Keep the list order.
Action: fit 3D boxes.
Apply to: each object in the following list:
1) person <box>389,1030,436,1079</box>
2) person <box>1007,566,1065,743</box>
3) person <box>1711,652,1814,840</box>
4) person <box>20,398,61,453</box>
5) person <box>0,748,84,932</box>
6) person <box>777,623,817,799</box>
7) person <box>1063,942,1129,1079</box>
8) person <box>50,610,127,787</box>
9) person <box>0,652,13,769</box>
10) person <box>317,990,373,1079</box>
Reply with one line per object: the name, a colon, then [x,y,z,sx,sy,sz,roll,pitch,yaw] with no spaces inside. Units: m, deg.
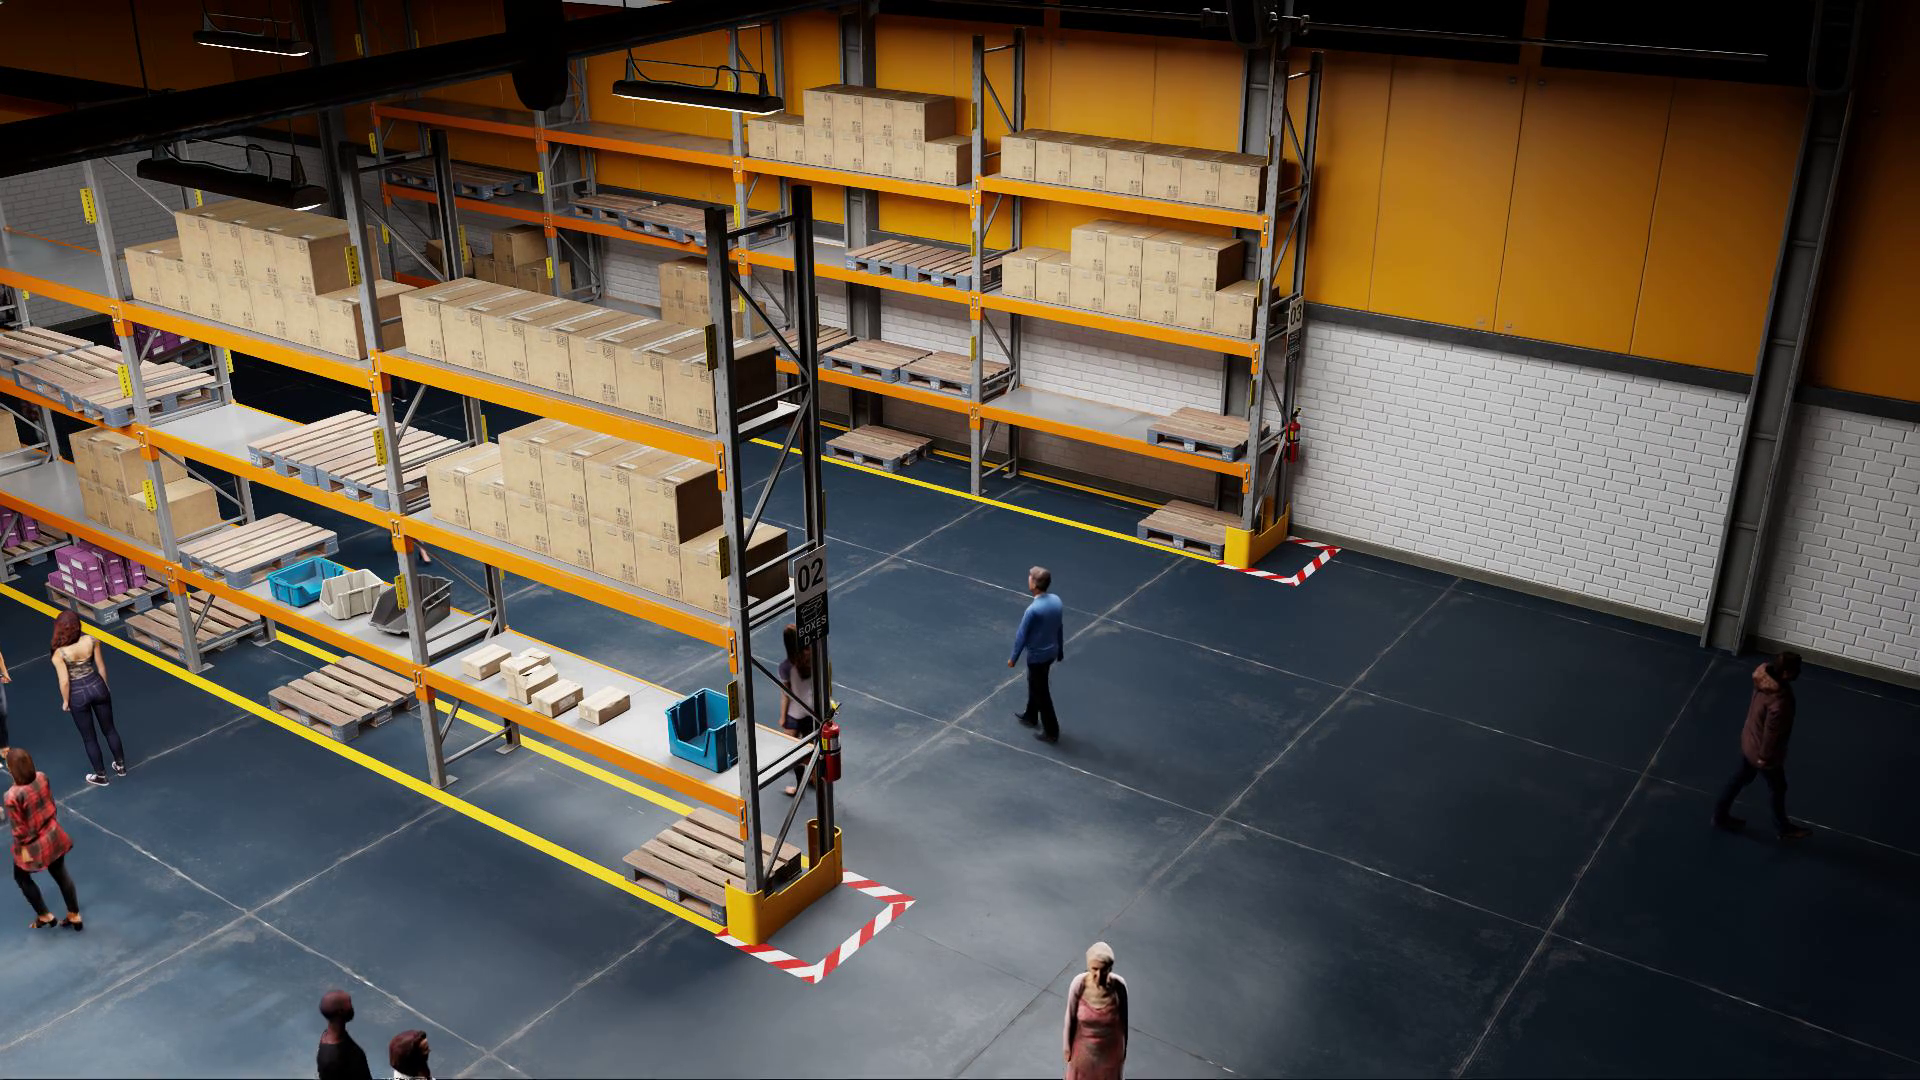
person: [-3.402,3.799,10.223,1.046,1.753,1.159,-11,26,-24]
person: [0.871,1.143,16.251,0.830,1.792,0.674,16,28,32]
person: [7.016,1.803,14.720,1.168,1.809,0.991,5,24,11]
person: [-13.196,-1.889,23.798,0.583,1.301,0.584,-22,32,-40]
person: [-7.353,2.445,13.405,0.766,1.686,0.741,5,24,12]
person: [-1.480,1.568,15.356,0.542,1.730,0.607,17,29,34]
person: [0.910,3.388,11.259,0.960,1.676,0.966,-1,24,-2]
person: [-8.148,1.462,15.549,0.514,1.769,0.597,16,28,32]
person: [-9.343,1.345,15.806,0.629,1.778,0.660,9,25,19]
person: [-3.910,3.680,10.549,0.854,1.710,0.734,-5,24,-11]
